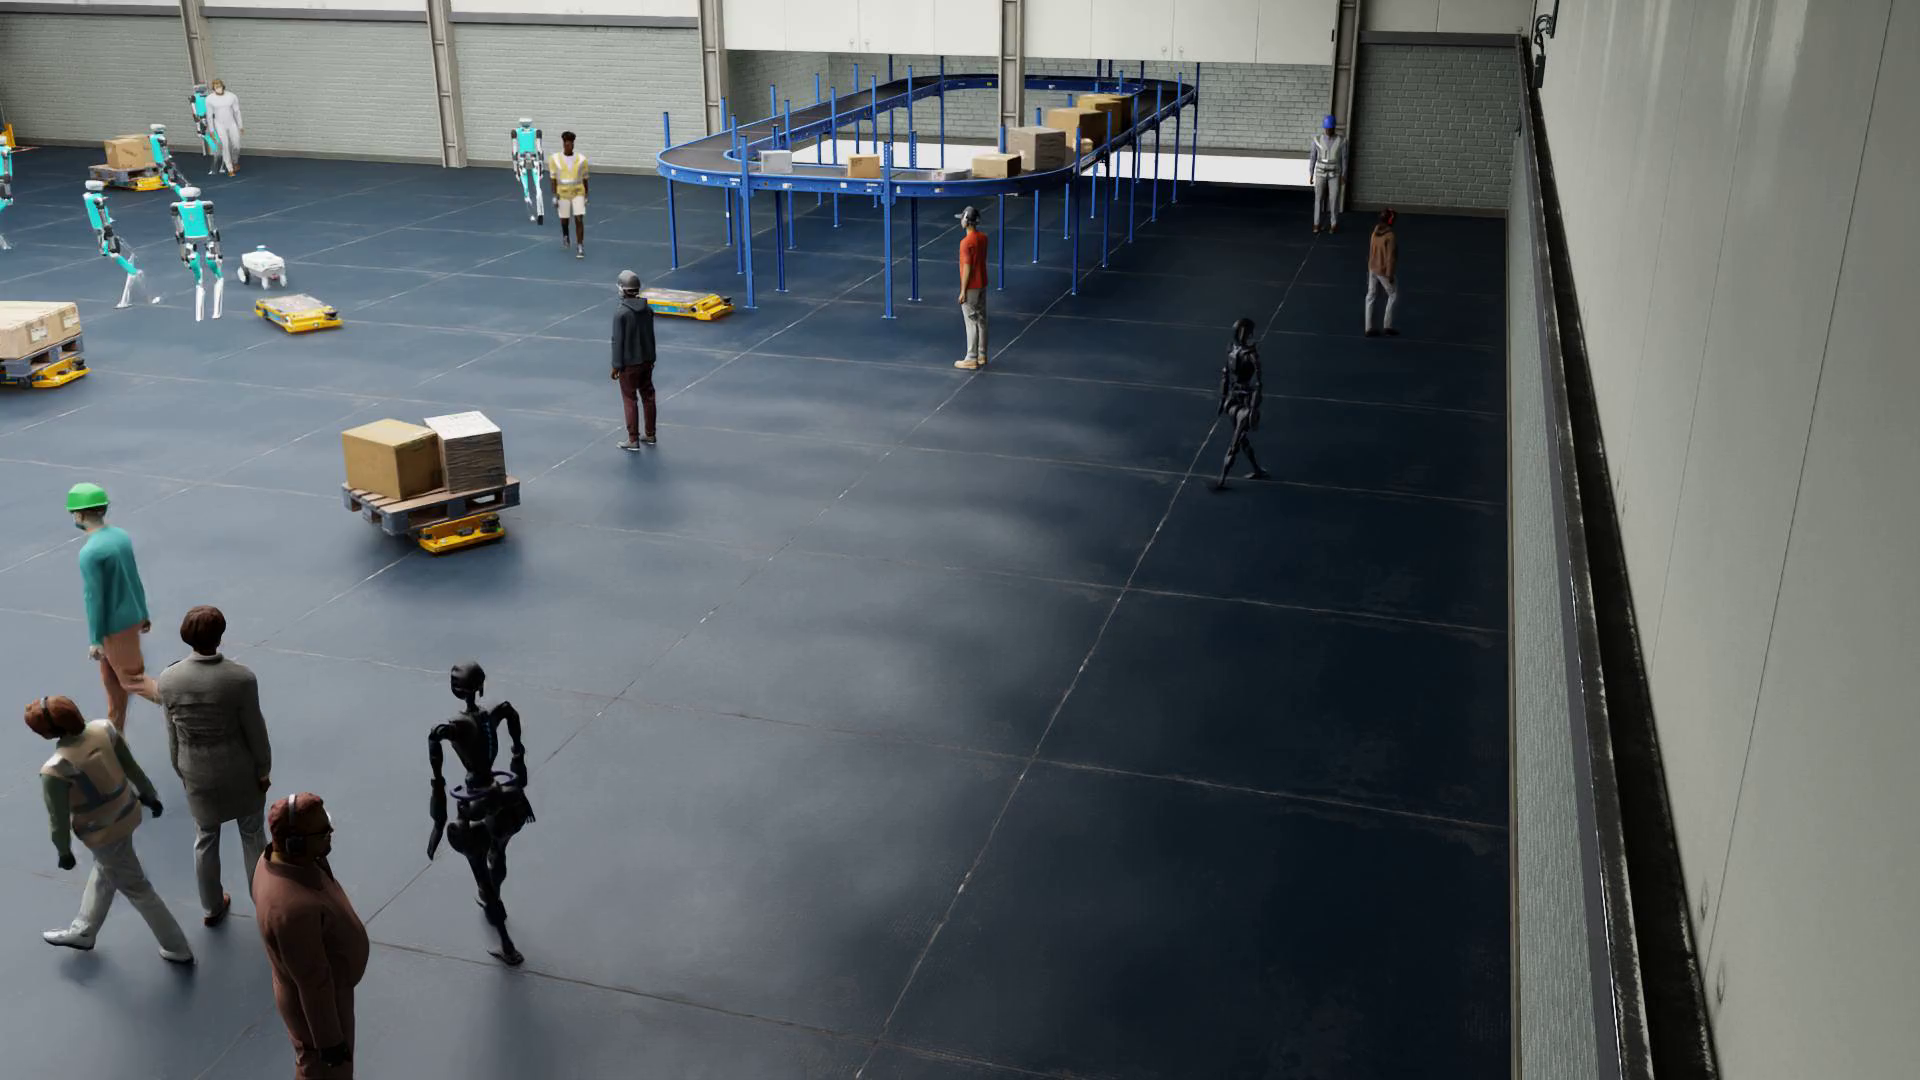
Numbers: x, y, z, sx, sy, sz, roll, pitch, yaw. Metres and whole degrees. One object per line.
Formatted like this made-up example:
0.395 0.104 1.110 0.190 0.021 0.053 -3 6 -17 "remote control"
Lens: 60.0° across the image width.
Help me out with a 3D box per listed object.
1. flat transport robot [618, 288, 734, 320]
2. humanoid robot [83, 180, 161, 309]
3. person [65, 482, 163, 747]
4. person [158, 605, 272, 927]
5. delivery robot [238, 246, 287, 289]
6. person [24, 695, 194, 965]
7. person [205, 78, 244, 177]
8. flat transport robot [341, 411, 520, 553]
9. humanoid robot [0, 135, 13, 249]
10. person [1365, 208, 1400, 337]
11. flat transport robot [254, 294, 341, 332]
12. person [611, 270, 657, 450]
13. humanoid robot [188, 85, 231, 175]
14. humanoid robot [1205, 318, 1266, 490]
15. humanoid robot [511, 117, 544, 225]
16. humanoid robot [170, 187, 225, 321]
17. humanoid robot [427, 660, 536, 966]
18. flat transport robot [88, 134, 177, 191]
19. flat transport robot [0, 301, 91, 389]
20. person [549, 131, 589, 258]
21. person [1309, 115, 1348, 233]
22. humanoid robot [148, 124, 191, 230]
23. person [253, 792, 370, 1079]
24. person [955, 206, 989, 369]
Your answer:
-3.832 -3.180 22.427 1.431 0.231 0.659 8 23 20 "flat transport robot"
-11.304 -3.963 22.545 0.823 1.870 0.547 -19 28 -39 "humanoid robot"
-5.337 0.519 10.677 0.829 1.826 0.532 -1 21 -3 "person"
-3.933 1.212 8.888 0.508 1.823 0.365 -3 21 -8 "person"
-10.060 -3.936 24.014 0.816 0.612 0.499 20 28 41 "delivery robot"
-4.409 1.478 8.508 0.841 1.580 0.565 2 21 5 "person"
-14.699 -8.267 33.320 0.648 1.914 0.494 -12 24 -28 "person"
-4.671 -0.221 14.752 0.659 0.231 1.431 -18 27 -39 "flat transport robot"
-15.297 -5.461 26.339 0.715 1.806 0.541 -17 27 -37 "humanoid robot"
5.411 -3.387 21.044 0.571 1.632 0.491 -10 23 -25 "person"
-8.762 -3.002 21.964 0.659 0.231 1.431 -17 27 -36 "flat transport robot"
-3.276 -1.809 16.740 0.374 1.807 0.552 16 26 35 "person"
-15.068 -8.270 33.579 0.772 1.743 0.535 12 24 28 "humanoid robot"
2.634 -1.288 15.625 0.790 1.622 0.616 -10 23 -25 "humanoid robot"
-7.332 -6.275 28.454 0.550 1.779 0.947 -7 22 -19 "humanoid robot"
-9.957 -3.762 21.914 0.540 1.818 0.670 -4 21 -10 "humanoid robot"
-2.528 1.383 8.656 0.627 1.638 0.609 17 27 37 "humanoid robot"
-15.959 -6.950 32.203 1.431 0.231 0.659 12 24 29 "flat transport robot"
-10.933 -1.955 19.249 1.431 0.231 0.659 2 21 5 "flat transport robot"
-6.047 -5.387 25.824 0.604 1.940 0.674 -6 22 -15 "person"
6.106 -6.075 27.631 0.612 1.933 0.413 5 22 12 "person"
-13.164 -6.081 27.987 0.662 1.851 0.539 -20 28 -41 "humanoid robot"
-2.657 1.909 6.954 0.406 1.905 0.650 -11 24 -26 "person"
0.122 -2.973 19.608 0.405 1.912 0.474 12 24 29 "person"
